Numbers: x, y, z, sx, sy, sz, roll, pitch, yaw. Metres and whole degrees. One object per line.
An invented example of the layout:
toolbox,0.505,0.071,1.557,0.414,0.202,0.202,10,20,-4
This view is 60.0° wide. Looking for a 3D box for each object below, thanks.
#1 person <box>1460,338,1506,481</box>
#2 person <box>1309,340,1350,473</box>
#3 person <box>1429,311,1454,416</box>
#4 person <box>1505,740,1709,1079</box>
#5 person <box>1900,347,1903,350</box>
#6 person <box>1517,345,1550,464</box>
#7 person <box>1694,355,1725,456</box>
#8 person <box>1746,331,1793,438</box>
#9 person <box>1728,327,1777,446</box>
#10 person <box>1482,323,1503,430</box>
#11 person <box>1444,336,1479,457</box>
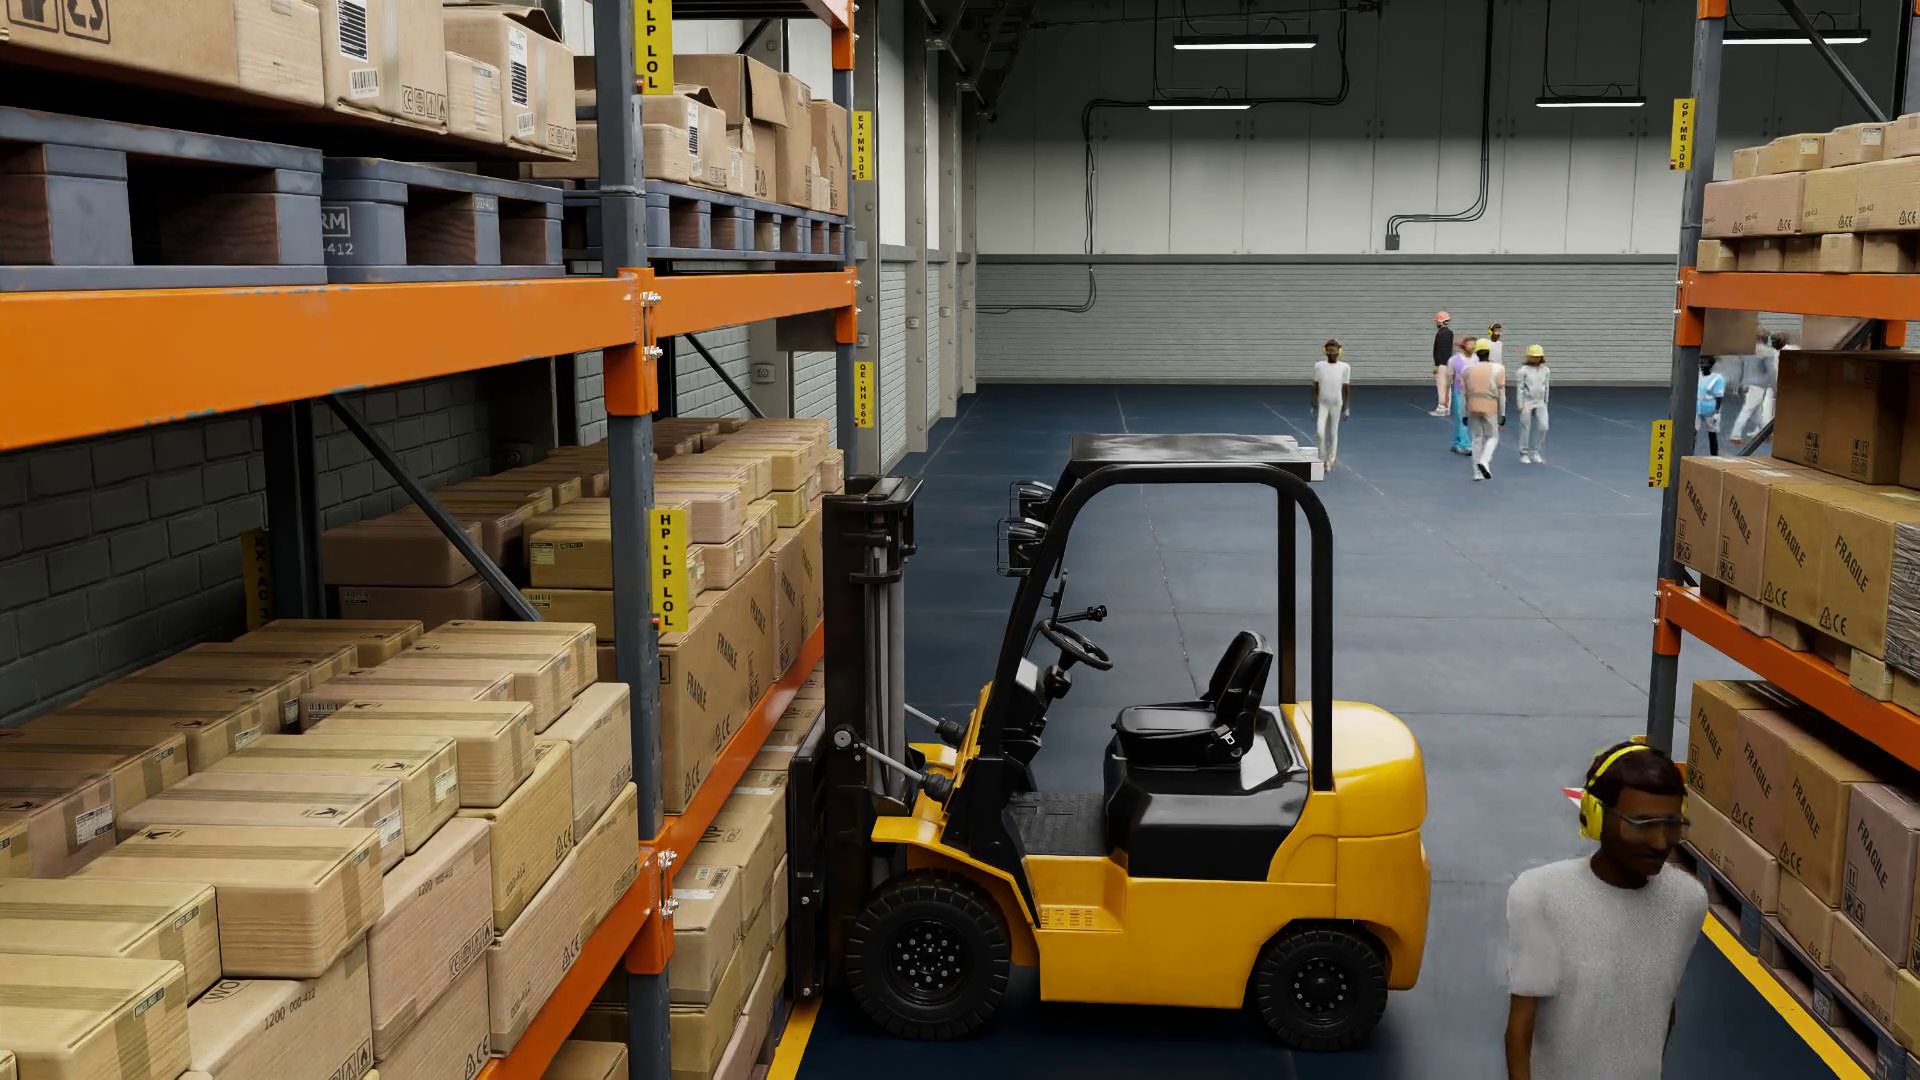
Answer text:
person,6.928,-1.720,22.070,0.617,1.904,0.519,6,11,31
person,5.073,-1.819,22.837,0.565,1.845,0.740,3,10,17
person,9.209,-3.370,31.801,0.396,1.993,0.617,7,12,38
person,1.463,1.330,3.885,0.503,1.818,1.006,0,9,-1
person,12.624,-1.746,22.594,0.979,1.799,0.633,-6,11,-32
person,8.293,-1.950,24.013,0.505,1.724,0.539,-1,9,-7
person,10.270,-1.761,23.056,0.843,1.648,0.552,-6,11,-33
person,13.676,-2.567,27.602,0.986,1.792,0.632,0,9,-2
person,12.706,-2.426,26.424,1.026,1.881,0.652,-2,10,-11
person,9.286,-2.840,28.979,0.550,1.867,0.314,-6,11,-33
person,7.651,-2.167,25.099,0.581,1.800,0.977,-2,10,-12
